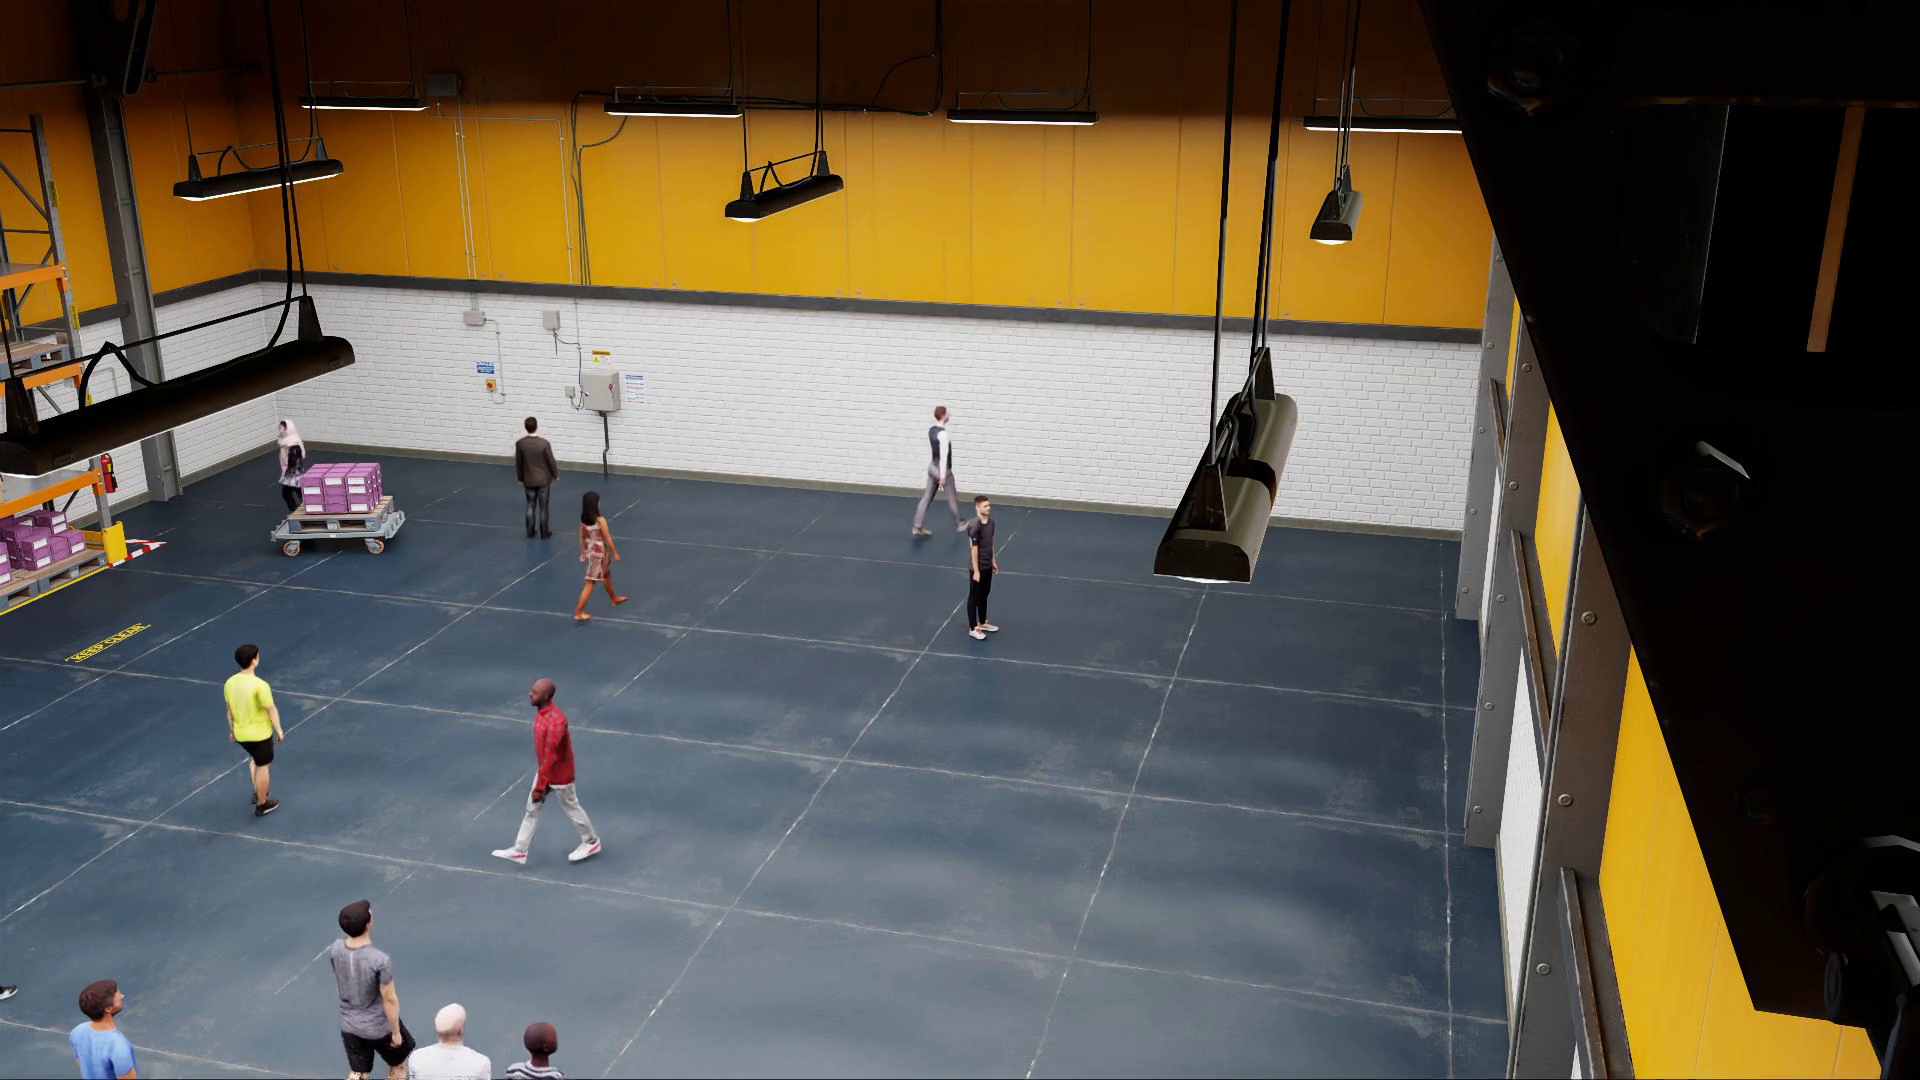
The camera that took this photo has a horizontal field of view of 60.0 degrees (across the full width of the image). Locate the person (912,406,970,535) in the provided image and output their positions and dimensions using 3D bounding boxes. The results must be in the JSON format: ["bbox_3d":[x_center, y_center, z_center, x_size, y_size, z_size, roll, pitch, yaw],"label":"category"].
[{"bbox_3d":[-0.374,-0.951,23.727,1.251,1.889,1.232,-9,20,-24],"label":"person"}]

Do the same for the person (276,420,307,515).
[{"bbox_3d":[-9.634,-0.987,24.262,0.900,1.615,0.844,-10,21,-28],"label":"person"}]

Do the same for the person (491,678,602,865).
[{"bbox_3d":[-3.534,2.082,14.904,1.243,1.772,1.155,-12,22,-31],"label":"person"}]

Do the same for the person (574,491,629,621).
[{"bbox_3d":[-4.583,0.233,20.666,0.957,1.598,1.223,15,24,38],"label":"person"}]

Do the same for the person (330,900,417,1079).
[{"bbox_3d":[-4.038,3.306,11.178,0.696,1.831,1.090,6,20,18],"label":"person"}]

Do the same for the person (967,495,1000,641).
[{"bbox_3d":[0.257,0.308,20.184,0.751,1.764,0.588,11,22,30],"label":"person"}]

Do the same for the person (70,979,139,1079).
[{"bbox_3d":[-5.243,3.574,10.332,0.699,1.862,0.633,10,21,26],"label":"person"}]

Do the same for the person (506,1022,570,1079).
[{"bbox_3d":[-2.482,3.708,10.041,0.648,1.794,0.565,7,20,19],"label":"person"}]

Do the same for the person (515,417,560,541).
[{"bbox_3d":[-6.012,-0.865,23.610,0.754,1.801,0.689,1,19,4],"label":"person"}]

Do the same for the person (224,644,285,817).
[{"bbox_3d":[-6.747,1.833,15.767,0.632,1.693,0.610,5,19,14],"label":"person"}]

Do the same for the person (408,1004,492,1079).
[{"bbox_3d":[-3.096,3.698,10.090,0.944,1.782,1.282,-2,19,-5],"label":"person"}]
